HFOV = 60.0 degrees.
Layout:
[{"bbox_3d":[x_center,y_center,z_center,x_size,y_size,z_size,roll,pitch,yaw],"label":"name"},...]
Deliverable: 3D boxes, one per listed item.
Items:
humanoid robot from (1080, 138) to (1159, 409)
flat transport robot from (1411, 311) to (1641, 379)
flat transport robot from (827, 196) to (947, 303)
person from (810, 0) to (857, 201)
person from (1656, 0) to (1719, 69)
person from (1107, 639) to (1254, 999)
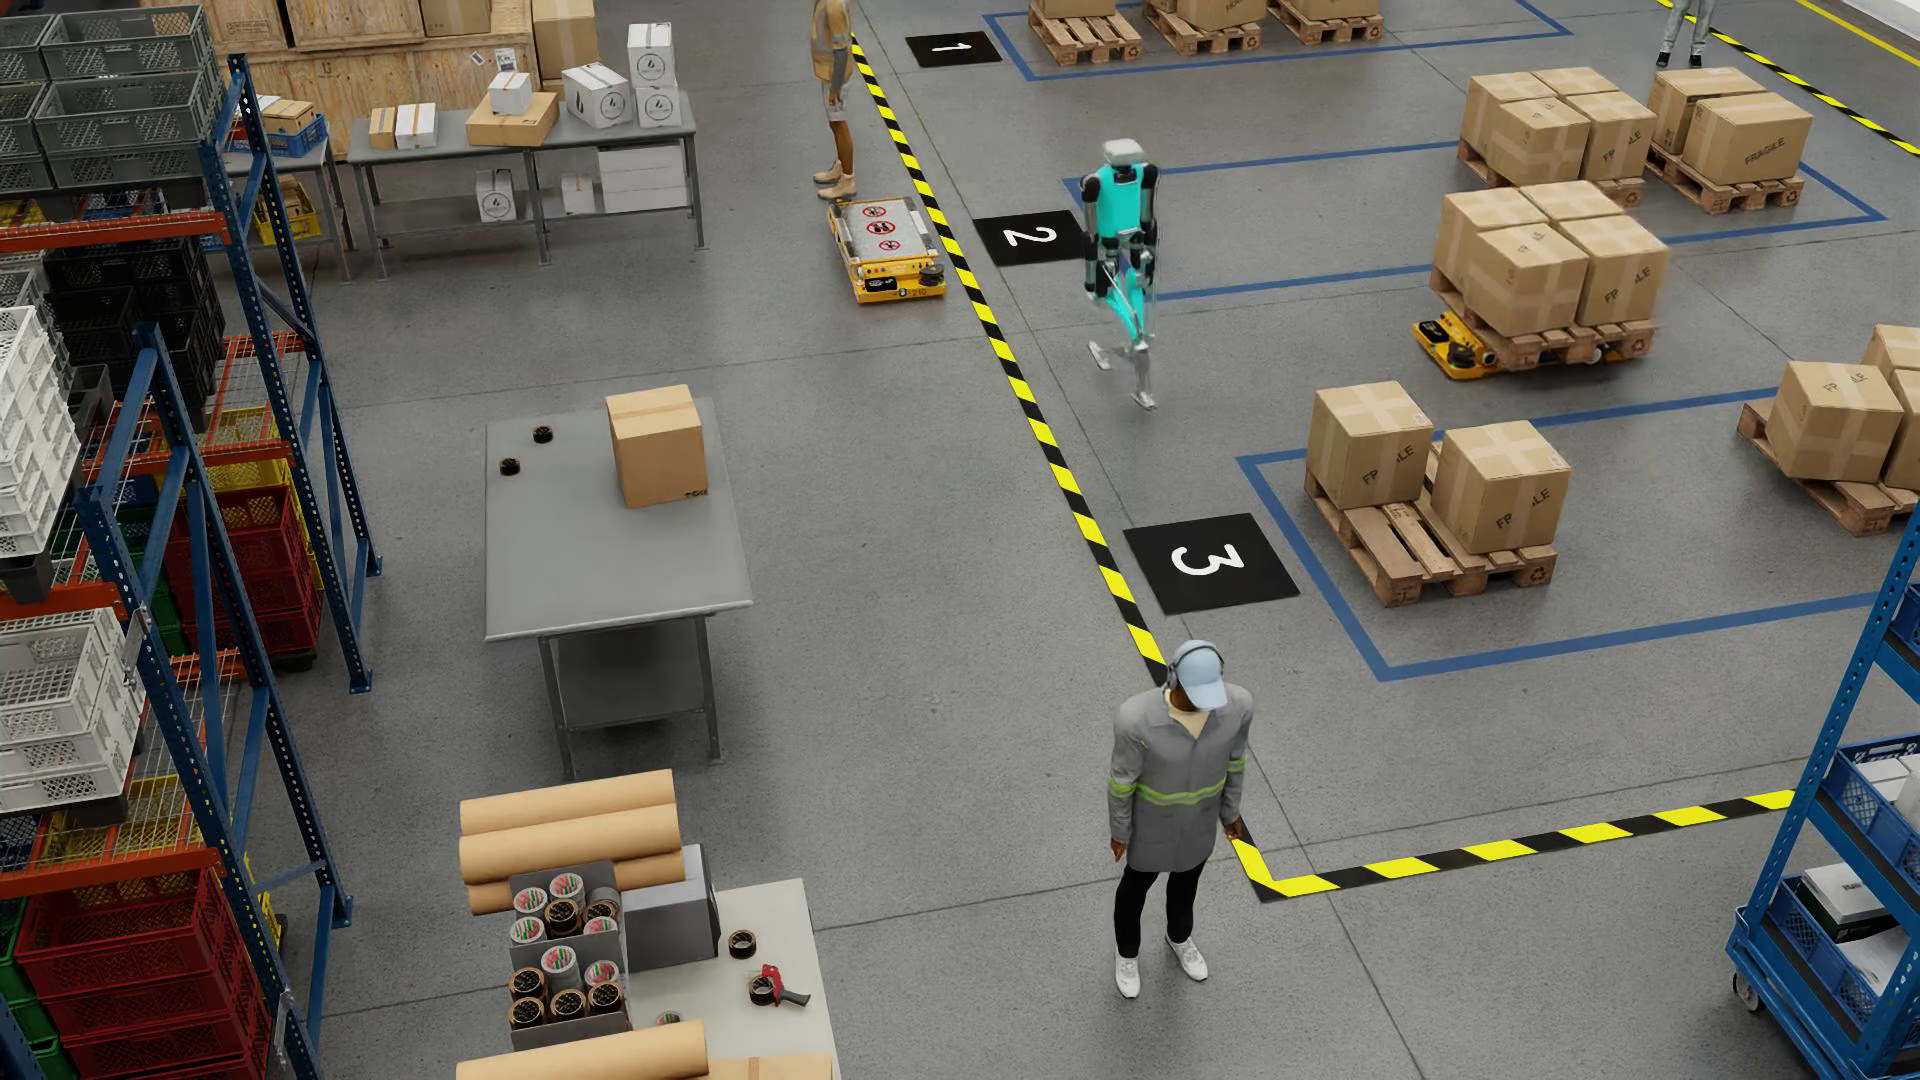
[{"bbox_3d":[1.104,-1.608,10.507,0.533,1.735,1.048,-17,40,-22],"label":"humanoid robot"},{"bbox_3d":[3.918,-1.427,11.448,1.431,0.197,0.652,-8,37,-10],"label":"flat transport robot"},{"bbox_3d":[-0.570,-2.220,12.538,0.659,0.231,1.431,-8,37,-10],"label":"flat transport robot"},{"bbox_3d":[-1.026,-3.665,12.996,0.383,2.039,0.615,-5,37,-7],"label":"person"},{"bbox_3d":[6.870,-5.260,15.314,0.599,1.827,0.404,9,38,12],"label":"person"},{"bbox_3d":[0.876,1.129,6.722,0.586,1.838,0.389,-9,38,-12],"label":"person"}]
